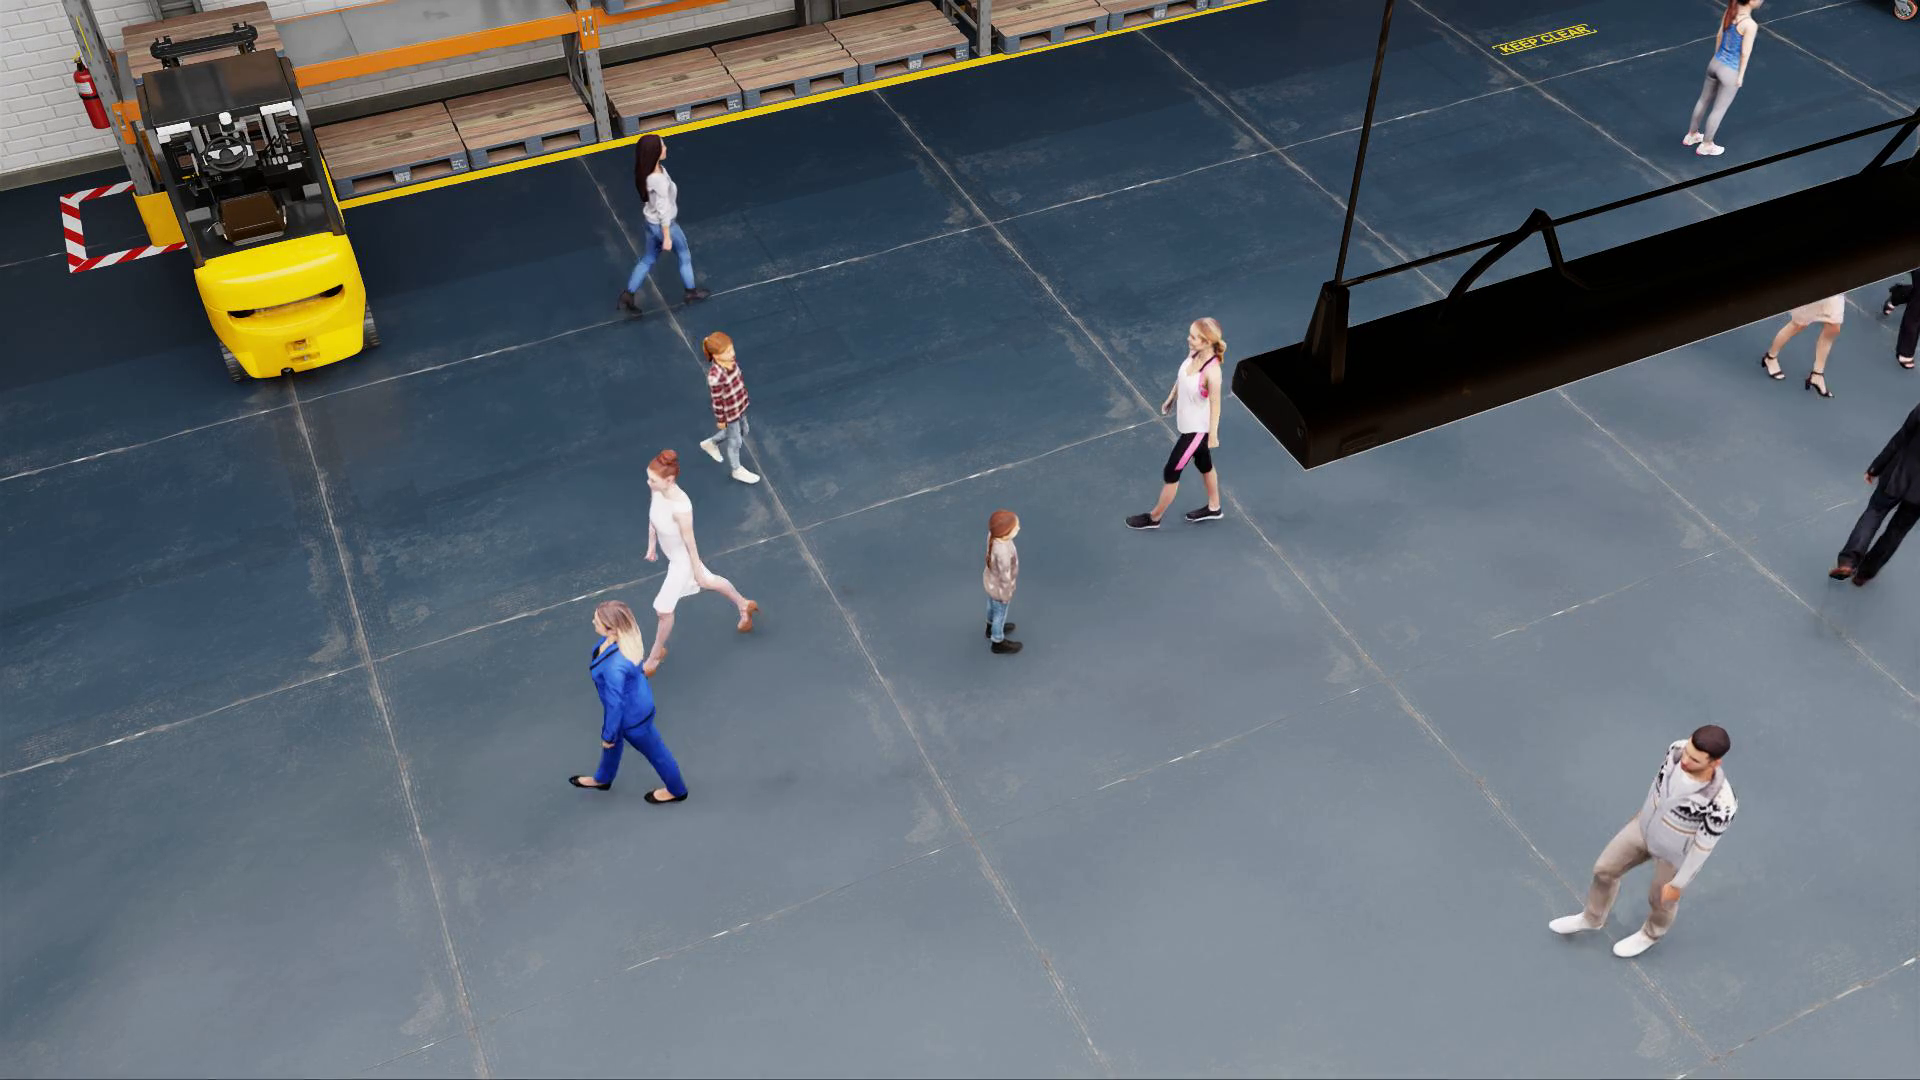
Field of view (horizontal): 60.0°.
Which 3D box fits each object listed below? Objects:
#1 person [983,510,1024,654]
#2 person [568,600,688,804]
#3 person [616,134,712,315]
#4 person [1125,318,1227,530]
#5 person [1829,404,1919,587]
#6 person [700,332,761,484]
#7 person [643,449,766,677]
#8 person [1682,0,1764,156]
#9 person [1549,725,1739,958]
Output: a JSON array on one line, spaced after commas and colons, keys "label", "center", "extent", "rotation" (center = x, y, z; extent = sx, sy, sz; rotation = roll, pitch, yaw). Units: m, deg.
[{"label": "person", "center": [0.253, 0.250, 10.704], "extent": [0.522, 1.195, 0.515], "rotation": [-8, 44, -9]}, {"label": "person", "center": [-1.800, 0.968, 9.599], "extent": [1.038, 1.679, 0.838], "rotation": [-4, 44, -4]}, {"label": "person", "center": [-2.466, -2.471, 13.267], "extent": [1.068, 1.599, 0.707], "rotation": [-25, 49, -24]}, {"label": "person", "center": [1.711, -0.788, 11.385], "extent": [1.047, 1.759, 0.836], "rotation": [-3, 44, -3]}, {"label": "person", "center": [6.207, -0.312, 10.872], "extent": [0.883, 1.776, 0.944], "rotation": [27, 50, 25]}, {"label": "person", "center": [-1.709, -0.972, 11.913], "extent": [0.812, 1.298, 0.744], "rotation": [12, 45, 12]}, {"label": "person", "center": [-1.650, 0.101, 10.459], "extent": [1.143, 1.748, 0.633], "rotation": [-22, 48, -22]}, {"label": "person", "center": [6.990, -4.300, 15.180], "extent": [0.570, 1.609, 0.588], "rotation": [-12, 45, -12]}, {"label": "person", "center": [3.838, 1.583, 8.837], "extent": [0.870, 1.840, 0.775], "rotation": [-12, 45, -12]}]
